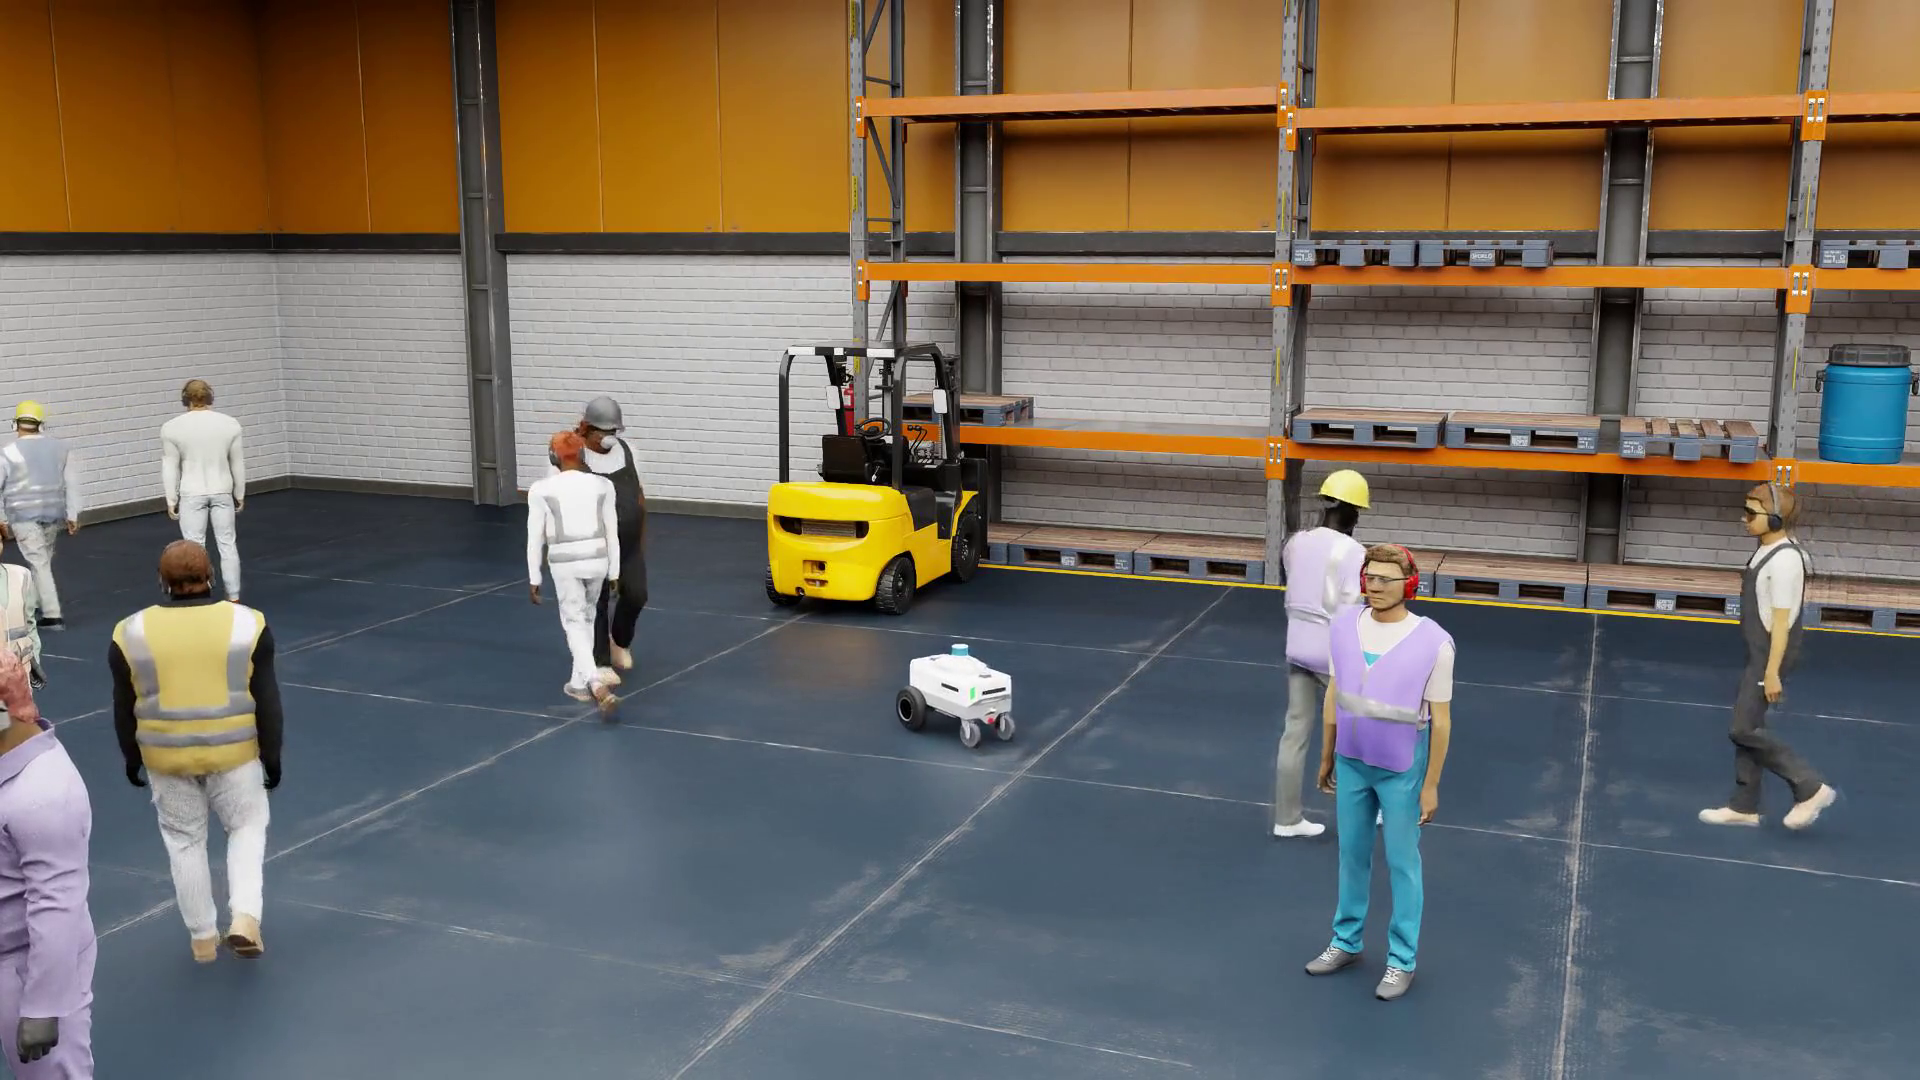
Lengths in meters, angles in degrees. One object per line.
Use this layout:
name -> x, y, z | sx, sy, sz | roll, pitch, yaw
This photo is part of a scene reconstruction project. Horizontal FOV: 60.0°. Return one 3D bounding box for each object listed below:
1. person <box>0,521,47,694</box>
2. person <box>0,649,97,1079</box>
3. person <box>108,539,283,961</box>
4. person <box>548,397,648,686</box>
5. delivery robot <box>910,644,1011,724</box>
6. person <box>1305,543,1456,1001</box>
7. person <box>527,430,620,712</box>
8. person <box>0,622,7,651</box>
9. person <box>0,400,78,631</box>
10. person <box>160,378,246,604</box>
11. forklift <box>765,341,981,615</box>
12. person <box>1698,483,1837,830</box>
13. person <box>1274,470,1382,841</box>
person -> -4.966, 0.694, 8.559 | 0.307, 1.644, 0.514 | 4, 11, 23
person -> -2.707, 1.242, 4.797 | 0.406, 1.902, 0.638 | -8, 13, -36
person -> -3.154, 0.896, 6.920 | 0.645, 1.822, 0.522 | -4, 11, -20
person -> -2.436, -0.007, 11.356 | 0.712, 2.000, 0.544 | -7, 13, -36
delivery robot -> 0.001, 0.887, 10.259 | 0.477, 0.478, 0.707 | -7, 13, -35
person -> 1.714, 0.916, 6.748 | 0.386, 1.849, 0.567 | -10, 14, -43
person -> -2.451, 0.217, 10.735 | 0.589, 1.838, 0.897 | -6, 12, -29
person -> -4.001, 0.918, 6.521 | 0.366, 1.927, 0.585 | 4, 11, 23
person -> -7.381, -0.203, 13.141 | 0.899, 1.779, 0.607 | 6, 12, 30
person -> -6.167, -0.354, 13.612 | 0.635, 1.934, 0.378 | -8, 13, -36
forklift -> -0.739, -0.602, 14.246 | 1.214, 2.155, 2.313 | 4, 11, 21
person -> 4.160, 0.615, 8.504 | 0.513, 1.831, 0.504 | 4, 11, 19
person -> 1.930, 0.587, 8.516 | 0.846, 1.870, 0.628 | -7, 12, -33
